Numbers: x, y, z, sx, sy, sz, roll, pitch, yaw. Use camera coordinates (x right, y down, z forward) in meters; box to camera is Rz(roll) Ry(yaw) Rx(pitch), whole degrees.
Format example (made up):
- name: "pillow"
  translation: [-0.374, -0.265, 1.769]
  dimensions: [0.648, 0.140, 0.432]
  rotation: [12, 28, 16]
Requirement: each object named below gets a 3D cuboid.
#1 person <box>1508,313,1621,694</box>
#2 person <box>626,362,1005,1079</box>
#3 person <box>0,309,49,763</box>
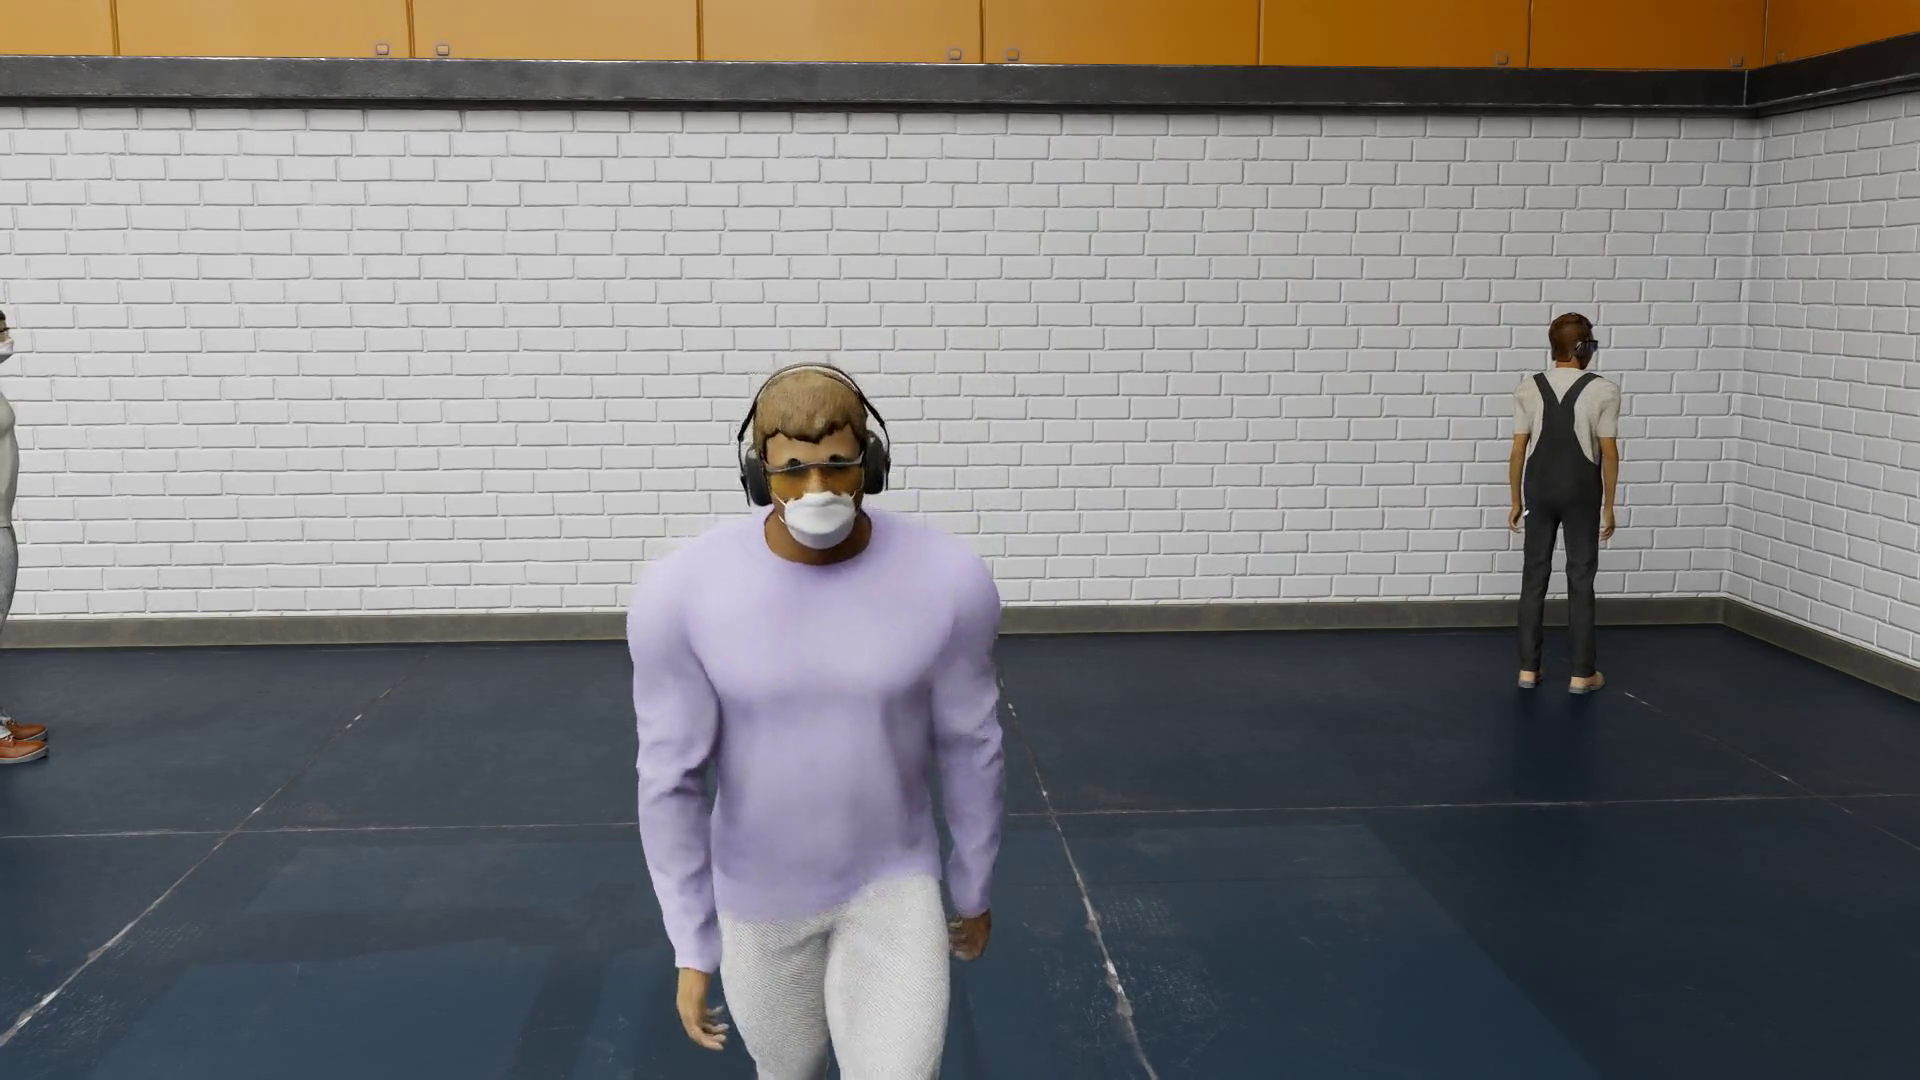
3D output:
- name: "person"
  translation: [2.927, -0.176, 8.089]
  dimensions: [0.507, 1.842, 0.351]
  rotation: [6, 11, 34]
- name: "person"
  translation: [-0.223, 0.639, 2.843]
  dimensions: [0.642, 1.875, 1.000]
  rotation: [-1, 9, -7]
- name: "person"
  translation: [-4.077, -0.042, 6.940]
  dimensions: [0.352, 1.937, 0.635]
  rotation: [-5, 10, -26]
